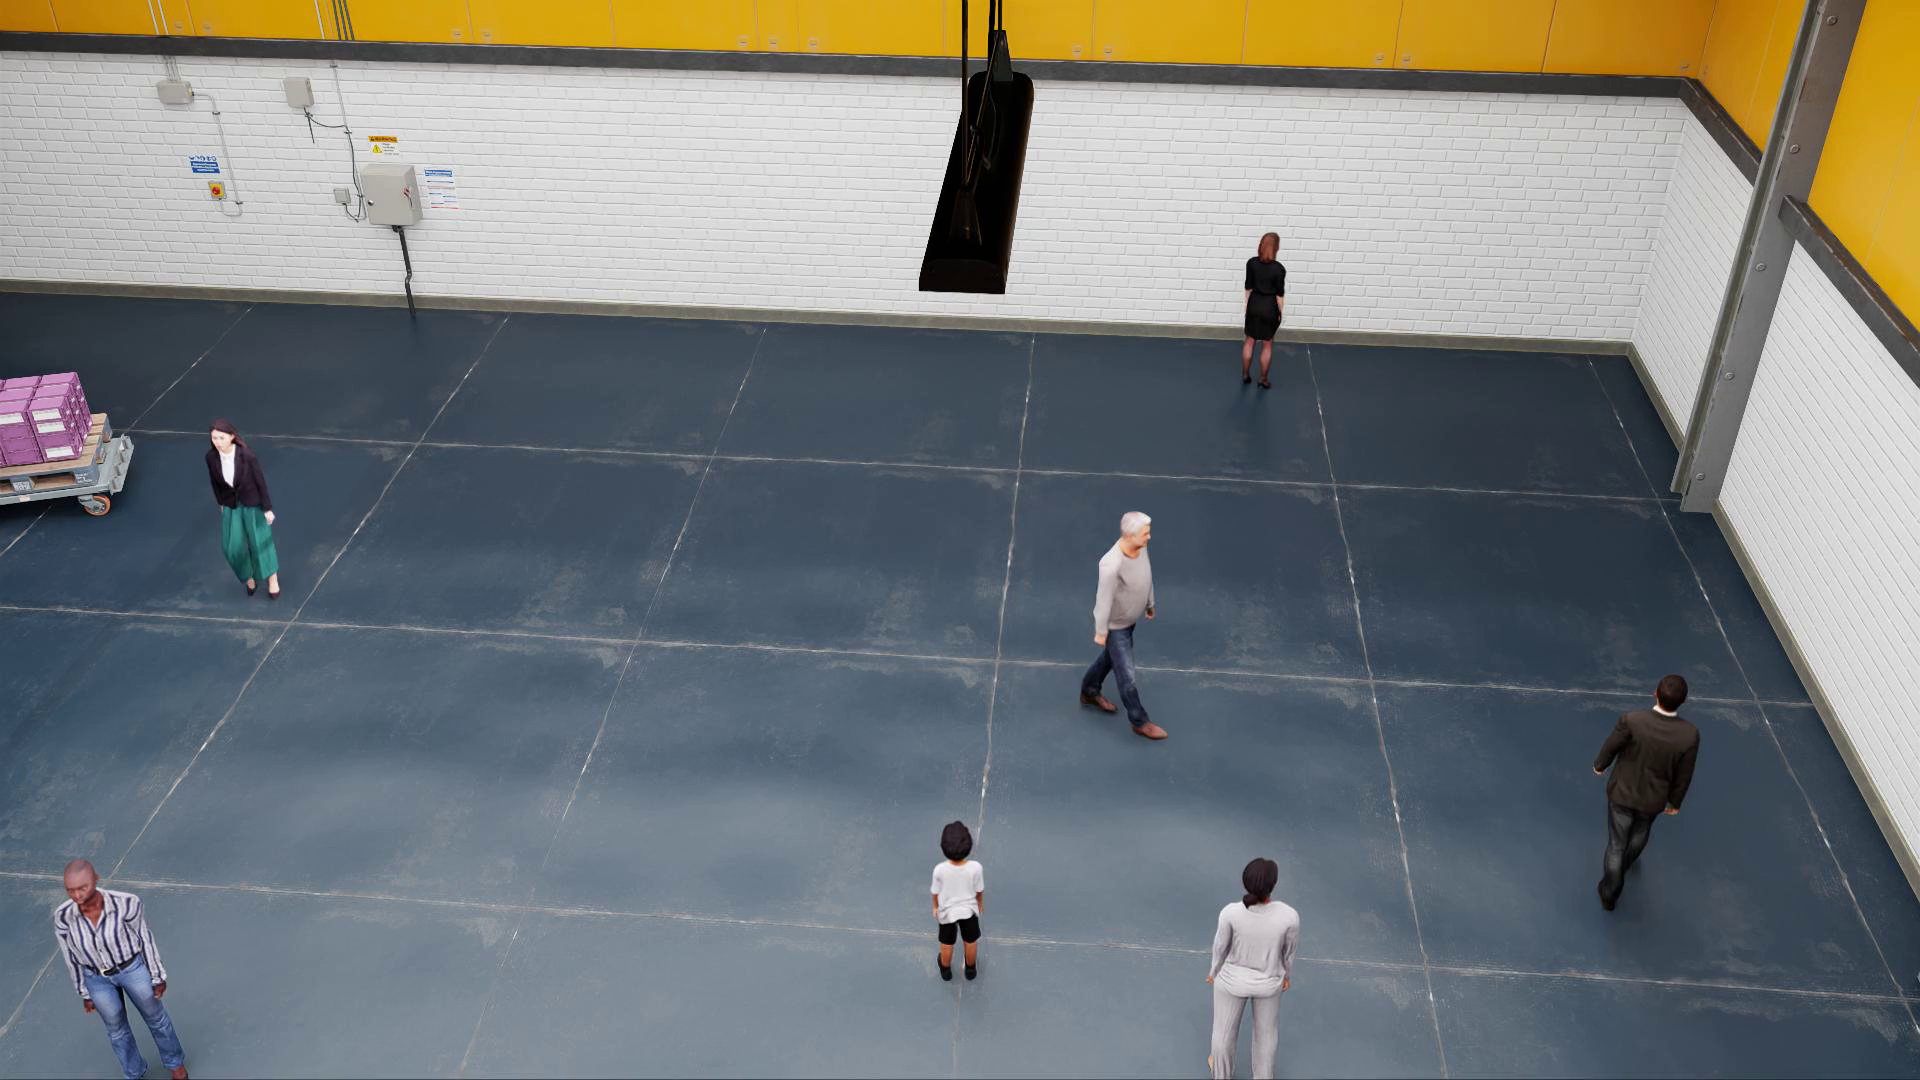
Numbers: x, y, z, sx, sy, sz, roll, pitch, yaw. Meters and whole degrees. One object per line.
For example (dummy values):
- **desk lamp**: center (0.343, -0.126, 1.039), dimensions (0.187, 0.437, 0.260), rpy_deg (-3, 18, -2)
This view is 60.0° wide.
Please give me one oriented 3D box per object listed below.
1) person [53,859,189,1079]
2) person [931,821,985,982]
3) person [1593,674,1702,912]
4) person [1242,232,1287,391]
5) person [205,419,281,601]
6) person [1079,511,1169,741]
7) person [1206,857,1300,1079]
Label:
- **person**: center (-4.851, 2.522, 9.594), dimensions (0.694, 1.796, 0.676), rpy_deg (-12, 35, -17)
- **person**: center (-0.010, 2.286, 10.436), dimensions (0.517, 1.258, 0.535), rpy_deg (-3, 34, -4)
- **person**: center (4.438, 1.692, 10.861), dimensions (0.802, 1.777, 0.983), rpy_deg (7, 34, 11)
- **person**: center (3.090, -2.337, 16.987), dimensions (0.659, 1.705, 0.661), rpy_deg (21, 39, 29)
- **person**: center (-5.940, -0.281, 13.873), dimensions (0.703, 1.729, 0.740), rpy_deg (-6, 34, -8)
- **person**: center (1.136, 0.577, 12.453), dimensions (1.084, 1.872, 1.124), rpy_deg (18, 38, 25)
- **person**: center (1.683, 2.531, 9.635), dimensions (0.638, 1.736, 0.522), rpy_deg (2, 34, 3)
